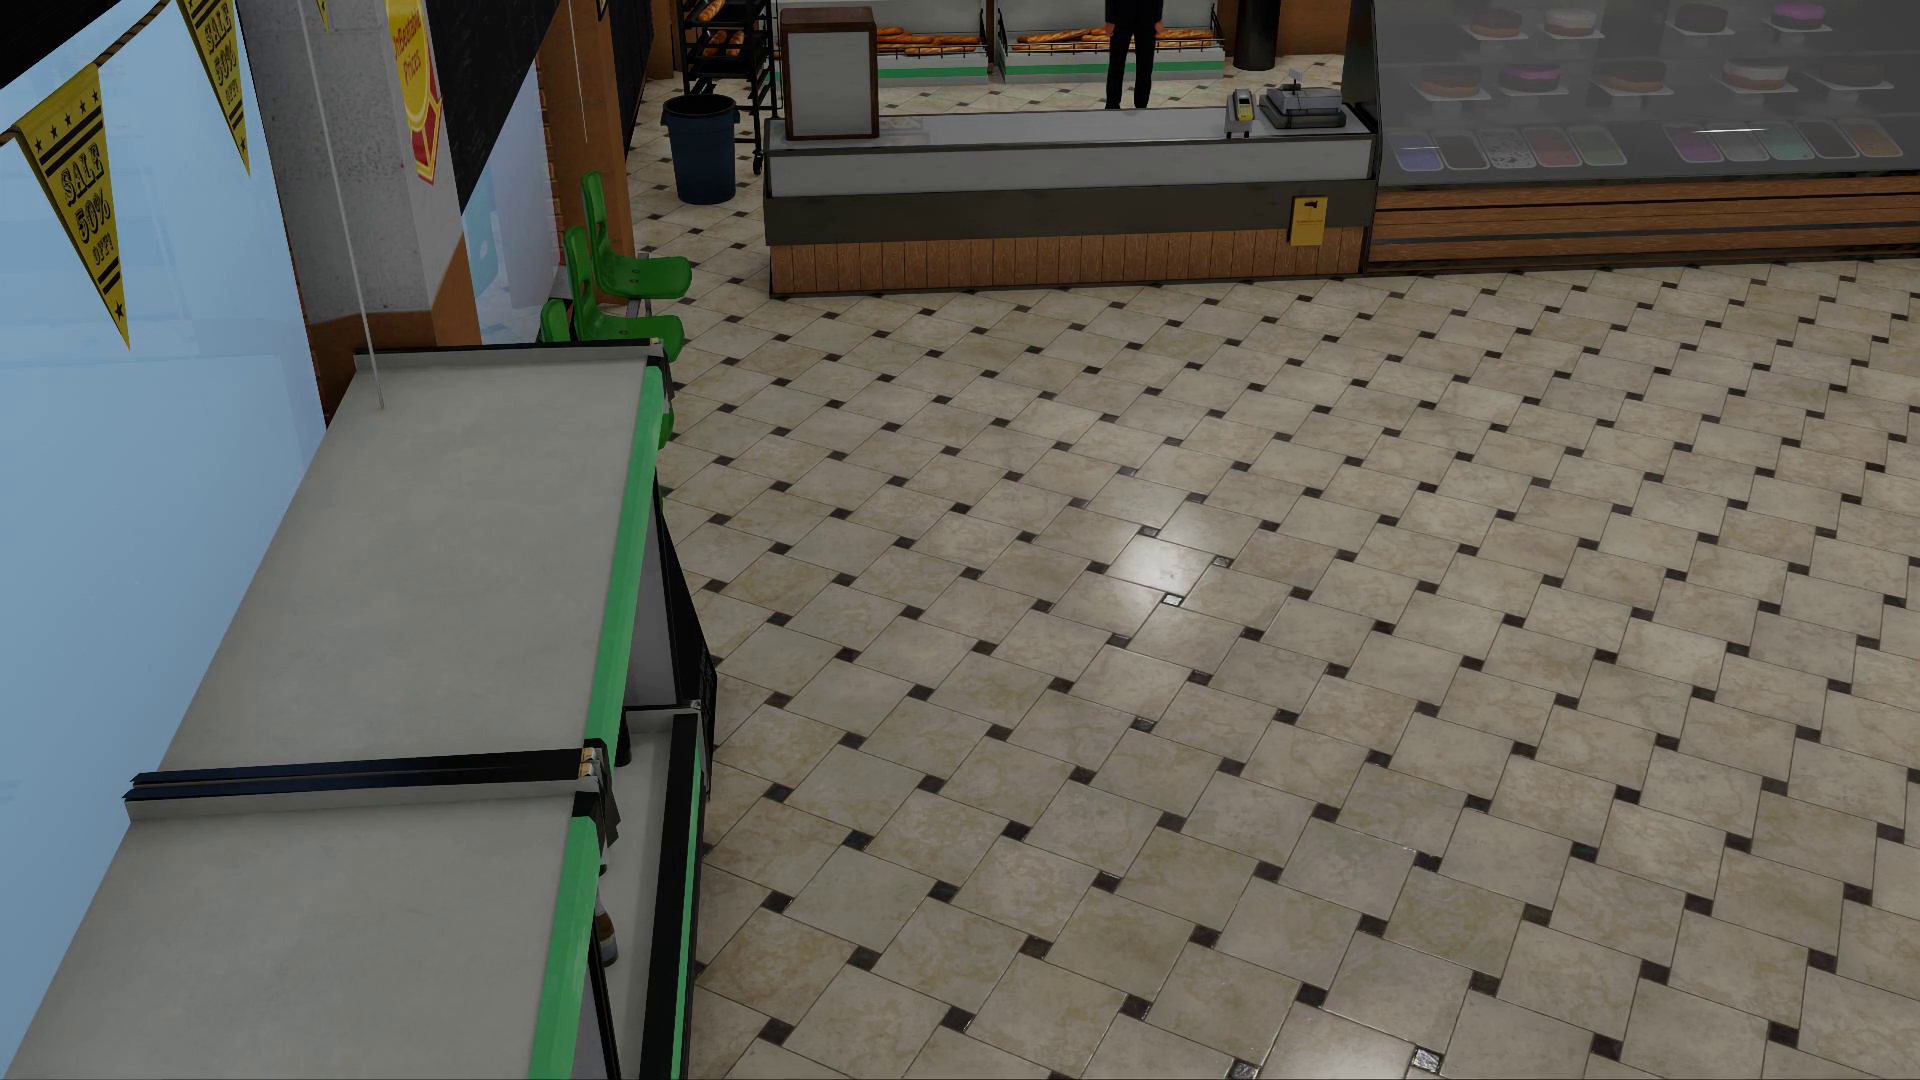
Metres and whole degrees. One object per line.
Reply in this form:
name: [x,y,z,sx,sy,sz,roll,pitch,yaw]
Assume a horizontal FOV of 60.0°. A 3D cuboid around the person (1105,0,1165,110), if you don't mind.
person: [1.418,-4.243,13.473,0.628,1.867,0.562,-3,32,-5]
